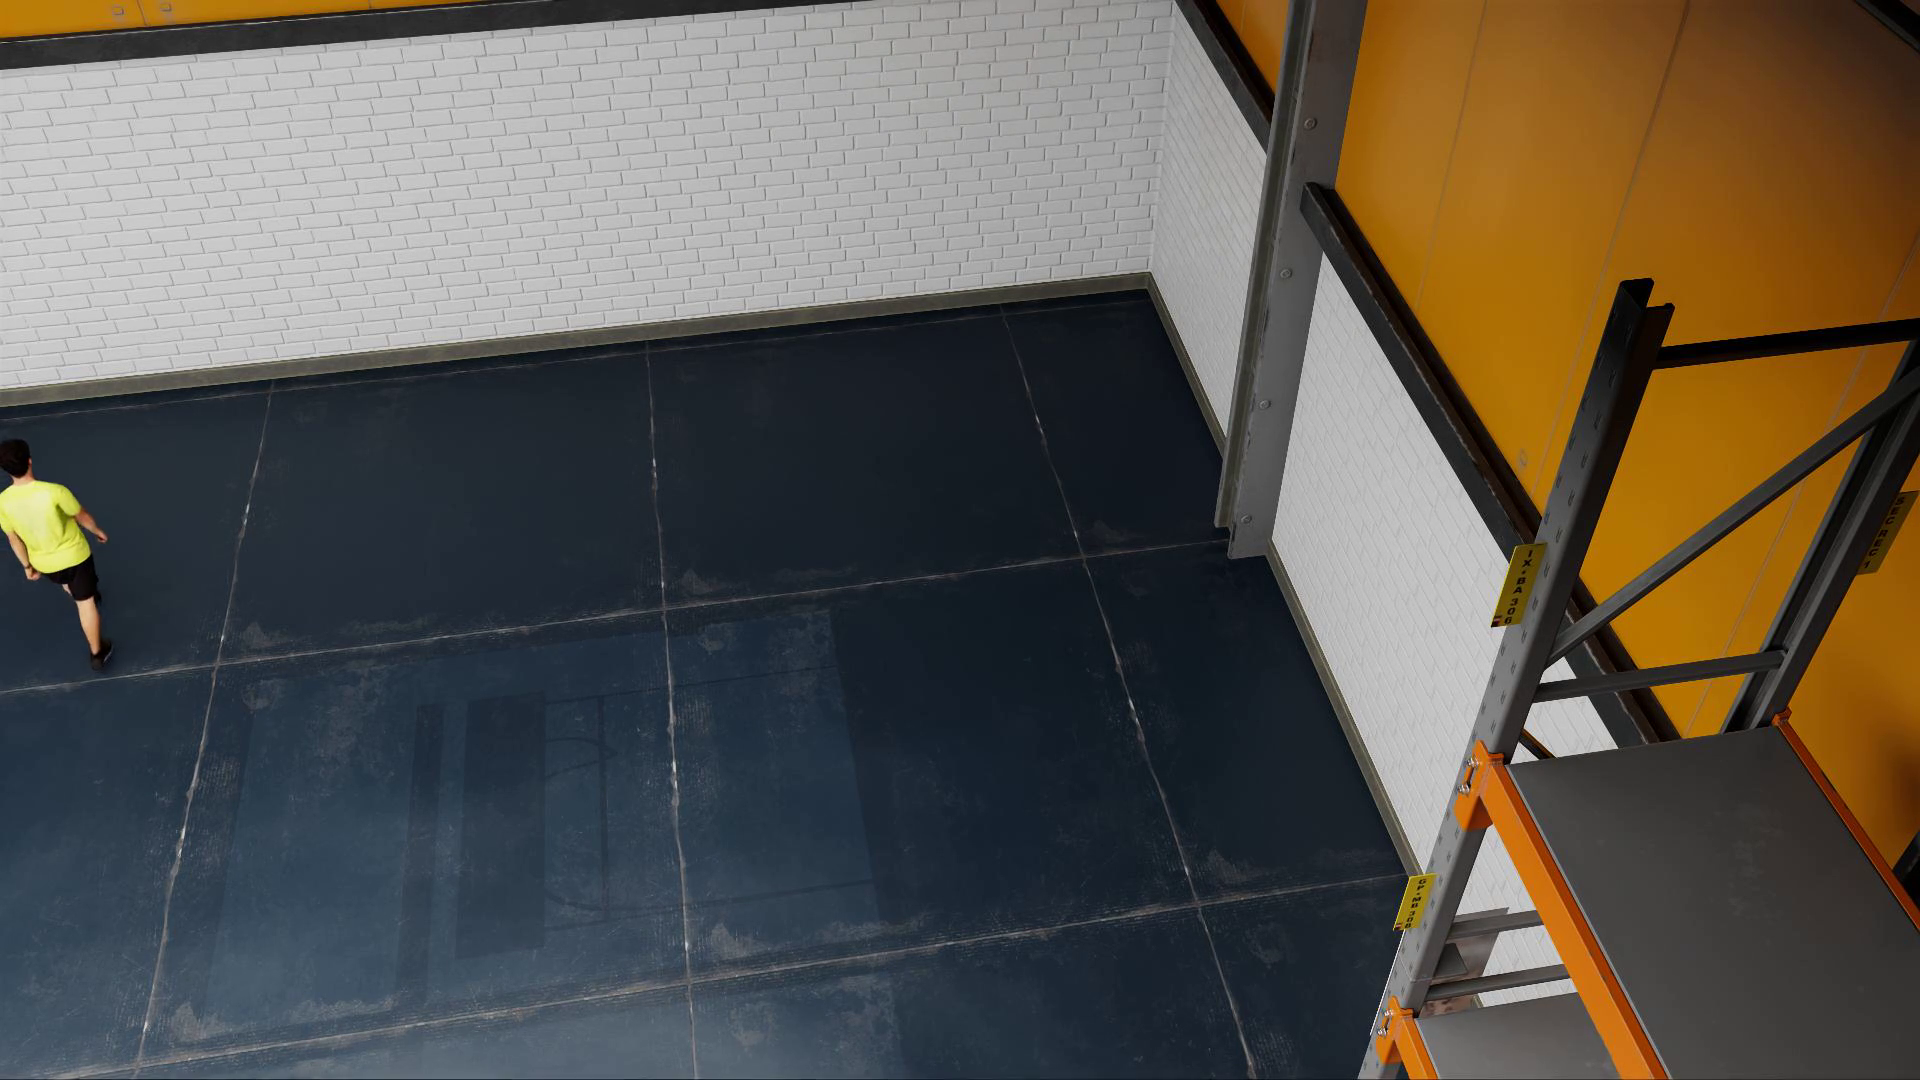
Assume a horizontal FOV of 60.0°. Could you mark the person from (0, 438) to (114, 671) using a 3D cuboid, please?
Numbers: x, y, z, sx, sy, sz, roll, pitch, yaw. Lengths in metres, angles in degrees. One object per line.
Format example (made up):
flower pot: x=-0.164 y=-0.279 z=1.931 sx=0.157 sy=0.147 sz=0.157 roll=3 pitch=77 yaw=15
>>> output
person: x=-5.834 y=0.144 z=10.757 sx=0.641 sy=1.662 sz=1.070 roll=-8 pitch=44 yaw=-9
